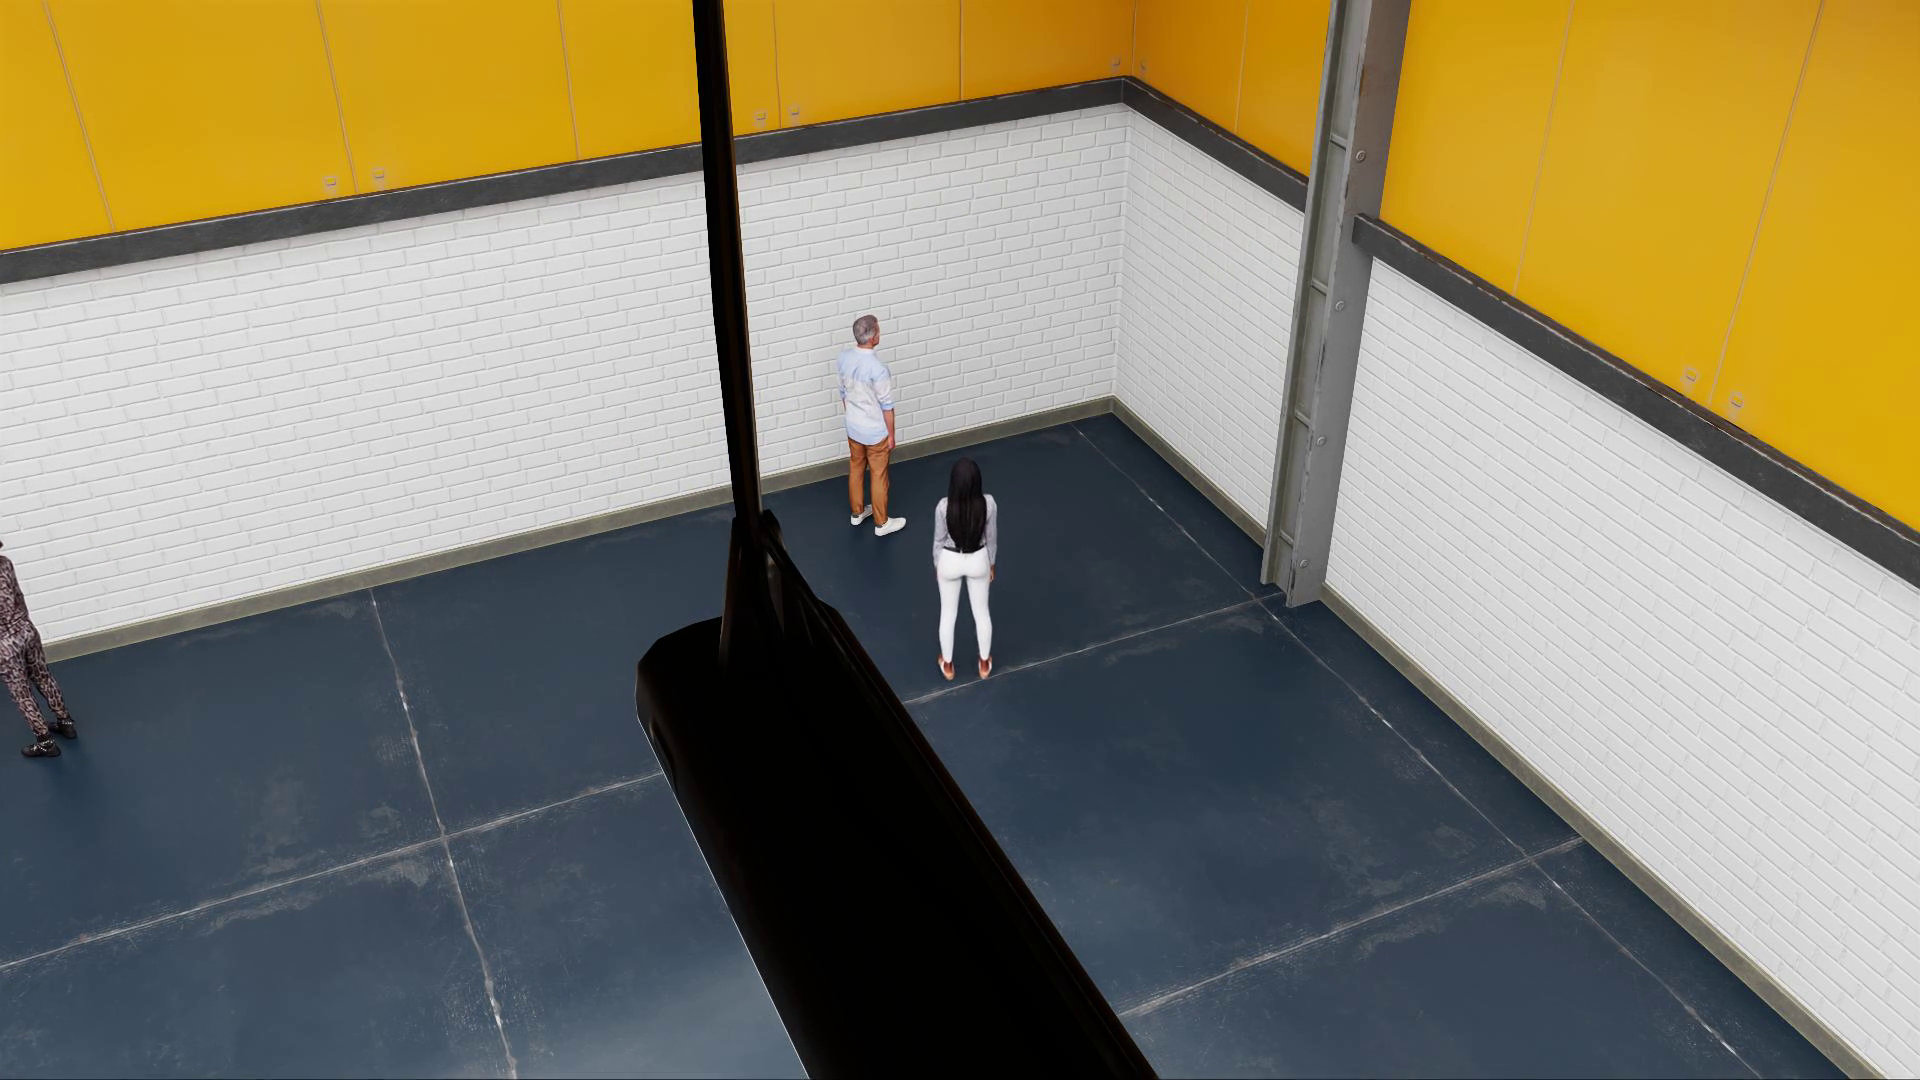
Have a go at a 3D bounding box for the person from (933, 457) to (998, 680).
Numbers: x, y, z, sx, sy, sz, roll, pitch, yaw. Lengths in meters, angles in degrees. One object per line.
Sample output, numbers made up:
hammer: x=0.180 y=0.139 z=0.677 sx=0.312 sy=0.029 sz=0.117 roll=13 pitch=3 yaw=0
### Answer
person: x=0.032 y=0.194 z=11.283 sx=0.648 sy=1.724 sz=0.623 roll=-4 pitch=34 yaw=-5

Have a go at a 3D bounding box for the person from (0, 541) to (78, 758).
person: x=-6.049 y=0.651 z=10.605 sx=0.741 sy=1.714 sz=0.666 roll=7 pitch=34 yaw=10

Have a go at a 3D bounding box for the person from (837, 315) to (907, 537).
person: x=-0.704 y=-0.888 z=12.818 sx=0.673 sy=1.828 sz=0.821 roll=25 pitch=41 yaw=33
